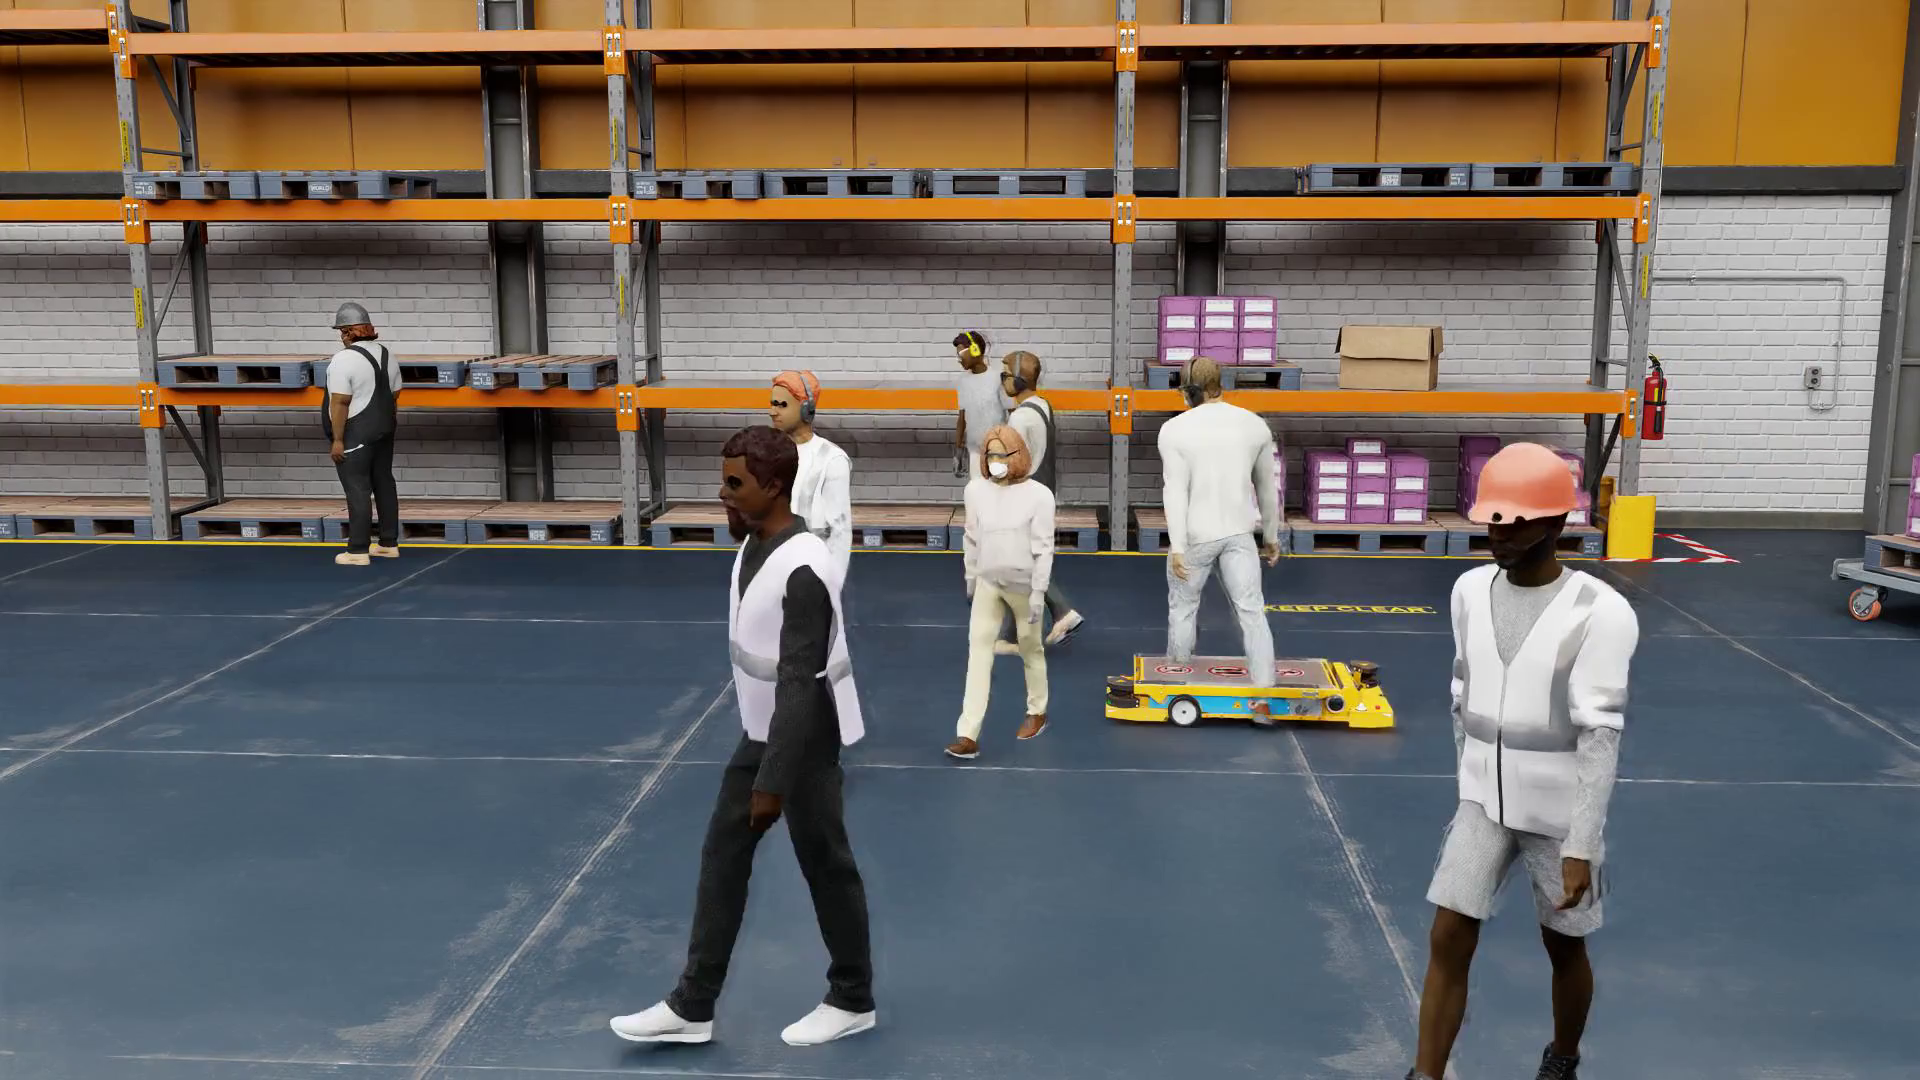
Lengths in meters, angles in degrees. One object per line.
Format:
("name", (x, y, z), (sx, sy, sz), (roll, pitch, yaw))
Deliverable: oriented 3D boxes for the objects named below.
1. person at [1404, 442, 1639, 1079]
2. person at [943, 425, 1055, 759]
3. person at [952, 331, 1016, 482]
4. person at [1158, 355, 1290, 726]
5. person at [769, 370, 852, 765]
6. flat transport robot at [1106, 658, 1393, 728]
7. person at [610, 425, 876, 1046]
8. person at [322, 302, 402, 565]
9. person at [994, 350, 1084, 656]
("person", (1.405, 0.705, 4.297), (0.893, 1.896, 0.557), (-8, 13, -40))
("person", (0.220, 0.240, 7.952), (0.509, 1.582, 0.866), (5, 11, 25))
("person", (0.254, -0.648, 12.452), (0.640, 1.827, 0.467), (7, 12, 34))
("person", (1.343, -0.014, 8.610), (0.681, 1.888, 0.960), (-2, 10, -14))
("person", (-0.719, 0.190, 7.390), (0.575, 1.883, 0.355), (9, 13, 43))
("flat transport robot", (1.482, 0.776, 8.671), (1.431, 0.197, 0.652), (1, 10, 6))
("person", (-0.636, 0.617, 4.871), (0.897, 1.883, 0.615), (-4, 11, -25))
("person", (-4.687, -0.838, 12.947), (0.535, 2.000, 0.683), (3, 10, 19))
("person", (0.416, -0.201, 9.820), (0.493, 1.834, 0.540), (4, 10, 21))
